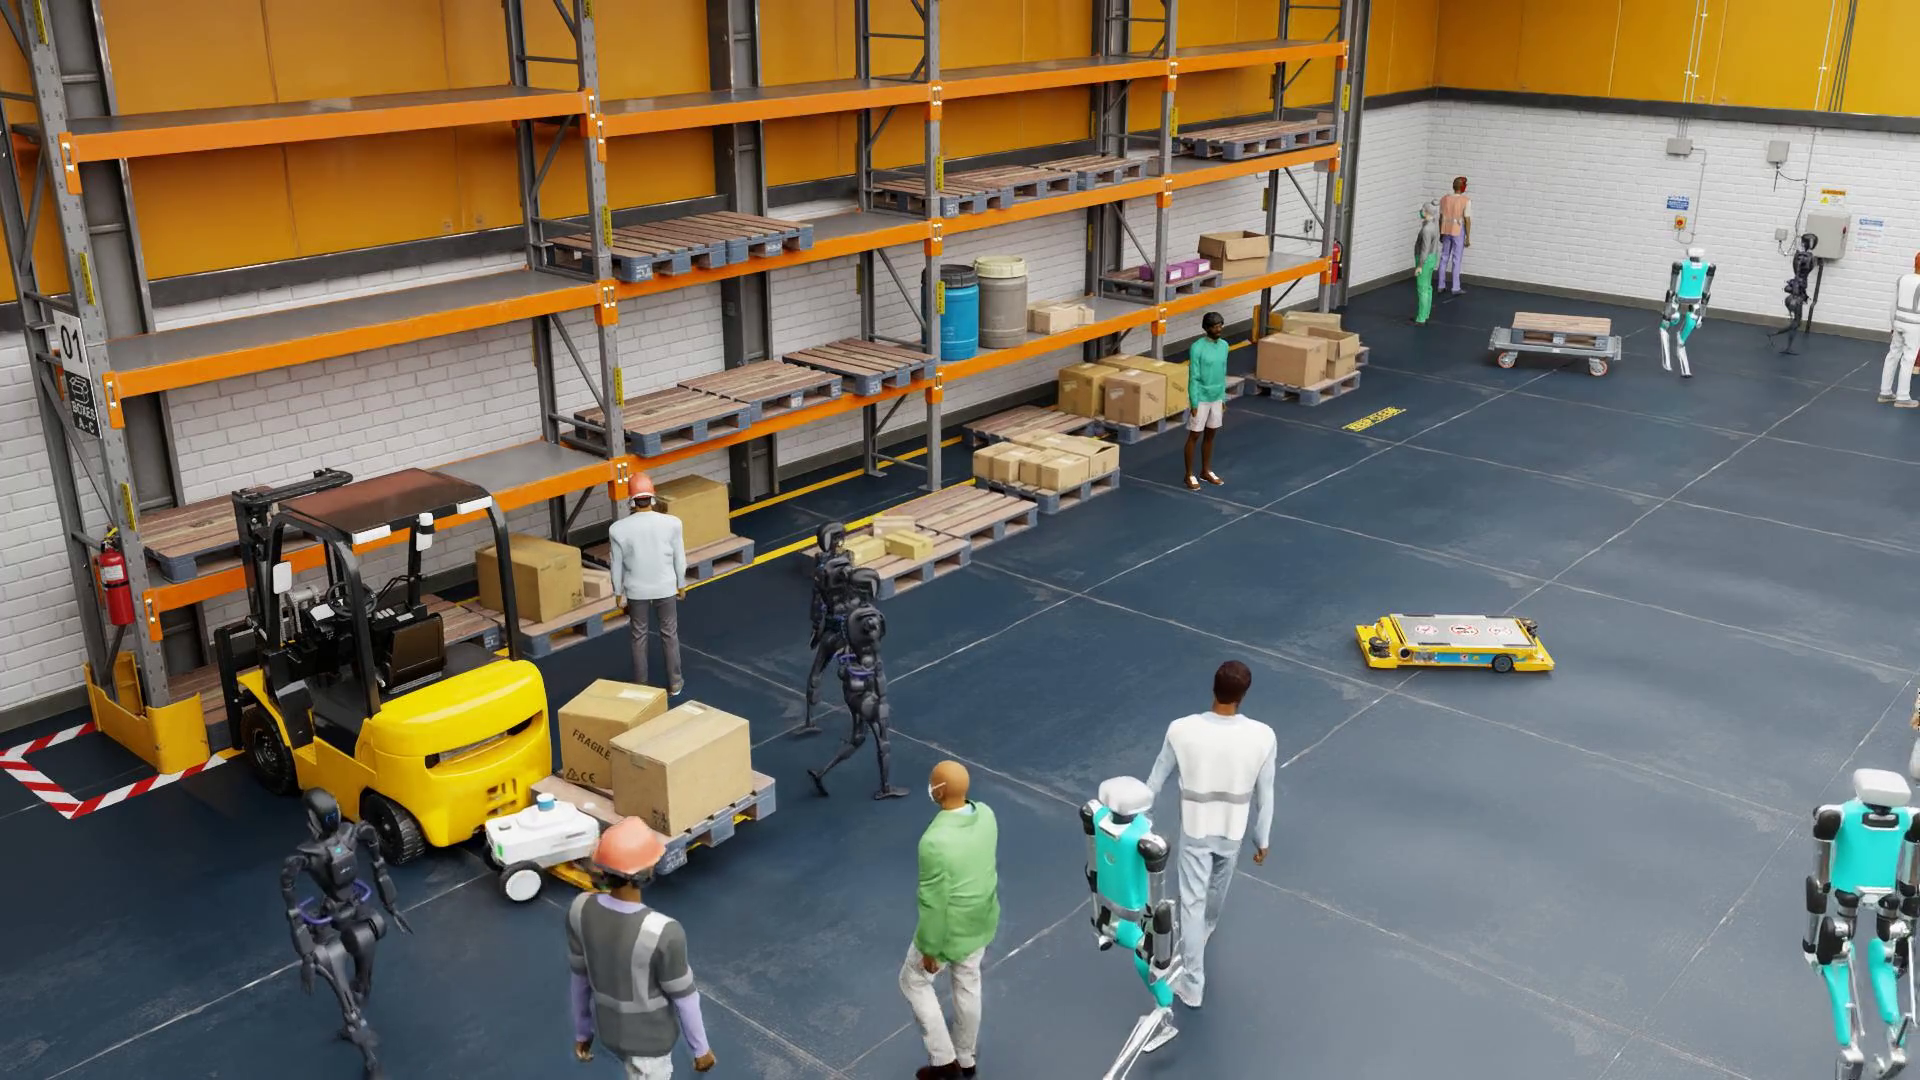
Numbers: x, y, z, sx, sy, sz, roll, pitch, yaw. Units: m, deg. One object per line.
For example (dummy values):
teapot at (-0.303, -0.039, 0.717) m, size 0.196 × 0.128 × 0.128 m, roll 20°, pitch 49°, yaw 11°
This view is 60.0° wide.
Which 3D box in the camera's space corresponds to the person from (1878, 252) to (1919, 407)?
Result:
person at (11.503, -2.557, 20.145) m, size 0.355 × 1.886 × 0.573 m, roll -5°, pitch 21°, yaw -14°

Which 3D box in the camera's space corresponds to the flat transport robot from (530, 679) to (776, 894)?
flat transport robot at (-1.934, 1.825, 10.606) m, size 0.659 × 0.231 × 1.431 m, roll 14°, pitch 25°, yaw 34°

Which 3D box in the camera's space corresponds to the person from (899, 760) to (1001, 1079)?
person at (-0.040, 1.900, 8.237) m, size 0.441 × 1.766 × 0.559 m, roll 17°, pitch 26°, yaw 39°

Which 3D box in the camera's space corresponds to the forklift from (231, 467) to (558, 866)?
forklift at (-3.730, 0.710, 10.856) m, size 2.313 × 2.155 × 1.214 m, roll 17°, pitch 26°, yaw 38°

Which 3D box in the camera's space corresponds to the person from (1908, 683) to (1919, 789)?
person at (6.197, 1.108, 10.237) m, size 0.458 × 1.867 × 0.591 m, roll -15°, pitch 25°, yaw -35°

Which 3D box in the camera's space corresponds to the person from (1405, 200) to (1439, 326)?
person at (6.770, -4.047, 24.252) m, size 0.337 × 1.839 × 0.516 m, roll 11°, pitch 23°, yaw 26°

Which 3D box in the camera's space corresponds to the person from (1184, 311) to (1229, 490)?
person at (2.547, -1.457, 17.216) m, size 0.494 × 1.851 × 0.403 m, roll -12°, pitch 23°, yaw -30°

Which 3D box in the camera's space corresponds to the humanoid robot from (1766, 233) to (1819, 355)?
humanoid robot at (11.328, -3.364, 22.638) m, size 0.463 × 1.639 × 0.609 m, roll 16°, pitch 25°, yaw 36°

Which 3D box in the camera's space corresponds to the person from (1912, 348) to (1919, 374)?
person at (12.660, -3.005, 21.526) m, size 0.475 × 1.767 × 0.358 m, roll 11°, pitch 23°, yaw 28°

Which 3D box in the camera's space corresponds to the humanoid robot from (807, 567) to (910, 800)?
humanoid robot at (-0.676, 0.965, 10.938) m, size 0.669 × 1.640 × 0.605 m, roll -8°, pitch 22°, yaw -21°

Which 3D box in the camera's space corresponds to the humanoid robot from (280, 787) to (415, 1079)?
humanoid robot at (-3.052, 1.938, 8.297) m, size 0.654 × 1.642 × 0.608 m, roll 14°, pitch 25°, yaw 34°

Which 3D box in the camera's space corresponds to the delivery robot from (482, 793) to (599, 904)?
delivery robot at (-2.528, 1.846, 10.163) m, size 0.815 × 0.612 × 0.499 m, roll -10°, pitch 23°, yaw -26°

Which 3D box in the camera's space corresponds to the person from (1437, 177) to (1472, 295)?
person at (7.810, -4.814, 26.318) m, size 0.391 × 1.846 × 0.563 m, roll -17°, pitch 26°, yaw -38°

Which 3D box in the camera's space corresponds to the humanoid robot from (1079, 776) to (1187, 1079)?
humanoid robot at (0.949, 1.917, 8.244) m, size 0.978 × 1.745 × 0.531 m, roll -16°, pitch 25°, yaw -36°

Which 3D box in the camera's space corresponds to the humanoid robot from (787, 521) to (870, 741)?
humanoid robot at (-0.908, 0.668, 11.723) m, size 0.526 × 1.649 × 0.588 m, roll -14°, pitch 25°, yaw -34°

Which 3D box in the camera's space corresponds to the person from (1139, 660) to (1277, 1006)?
person at (1.325, 1.535, 9.097) m, size 0.725 × 1.860 × 0.927 m, roll 0°, pitch 20°, yaw -1°

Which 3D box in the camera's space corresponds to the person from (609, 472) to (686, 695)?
person at (-2.336, 0.337, 12.506) m, size 0.567 × 1.746 × 0.351 m, roll -4°, pitch 21°, yaw -10°

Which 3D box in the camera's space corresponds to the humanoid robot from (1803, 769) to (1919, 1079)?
humanoid robot at (4.349, 2.069, 7.942) m, size 0.548 × 1.850 × 0.779 m, roll 2°, pitch 20°, yaw 6°

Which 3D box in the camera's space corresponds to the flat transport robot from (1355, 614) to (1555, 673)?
flat transport robot at (3.948, 0.824, 13.318) m, size 1.431 × 0.231 × 0.659 m, roll 1°, pitch 20°, yaw 3°

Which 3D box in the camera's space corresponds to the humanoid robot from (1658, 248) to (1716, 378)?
humanoid robot at (9.245, -2.914, 21.312) m, size 0.539 × 1.732 × 0.983 m, roll 2°, pitch 20°, yaw 6°

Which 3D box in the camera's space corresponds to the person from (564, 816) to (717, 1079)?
person at (-1.433, 2.143, 7.265) m, size 0.622 × 2.000 × 1.040 m, roll 13°, pitch 24°, yaw 31°
